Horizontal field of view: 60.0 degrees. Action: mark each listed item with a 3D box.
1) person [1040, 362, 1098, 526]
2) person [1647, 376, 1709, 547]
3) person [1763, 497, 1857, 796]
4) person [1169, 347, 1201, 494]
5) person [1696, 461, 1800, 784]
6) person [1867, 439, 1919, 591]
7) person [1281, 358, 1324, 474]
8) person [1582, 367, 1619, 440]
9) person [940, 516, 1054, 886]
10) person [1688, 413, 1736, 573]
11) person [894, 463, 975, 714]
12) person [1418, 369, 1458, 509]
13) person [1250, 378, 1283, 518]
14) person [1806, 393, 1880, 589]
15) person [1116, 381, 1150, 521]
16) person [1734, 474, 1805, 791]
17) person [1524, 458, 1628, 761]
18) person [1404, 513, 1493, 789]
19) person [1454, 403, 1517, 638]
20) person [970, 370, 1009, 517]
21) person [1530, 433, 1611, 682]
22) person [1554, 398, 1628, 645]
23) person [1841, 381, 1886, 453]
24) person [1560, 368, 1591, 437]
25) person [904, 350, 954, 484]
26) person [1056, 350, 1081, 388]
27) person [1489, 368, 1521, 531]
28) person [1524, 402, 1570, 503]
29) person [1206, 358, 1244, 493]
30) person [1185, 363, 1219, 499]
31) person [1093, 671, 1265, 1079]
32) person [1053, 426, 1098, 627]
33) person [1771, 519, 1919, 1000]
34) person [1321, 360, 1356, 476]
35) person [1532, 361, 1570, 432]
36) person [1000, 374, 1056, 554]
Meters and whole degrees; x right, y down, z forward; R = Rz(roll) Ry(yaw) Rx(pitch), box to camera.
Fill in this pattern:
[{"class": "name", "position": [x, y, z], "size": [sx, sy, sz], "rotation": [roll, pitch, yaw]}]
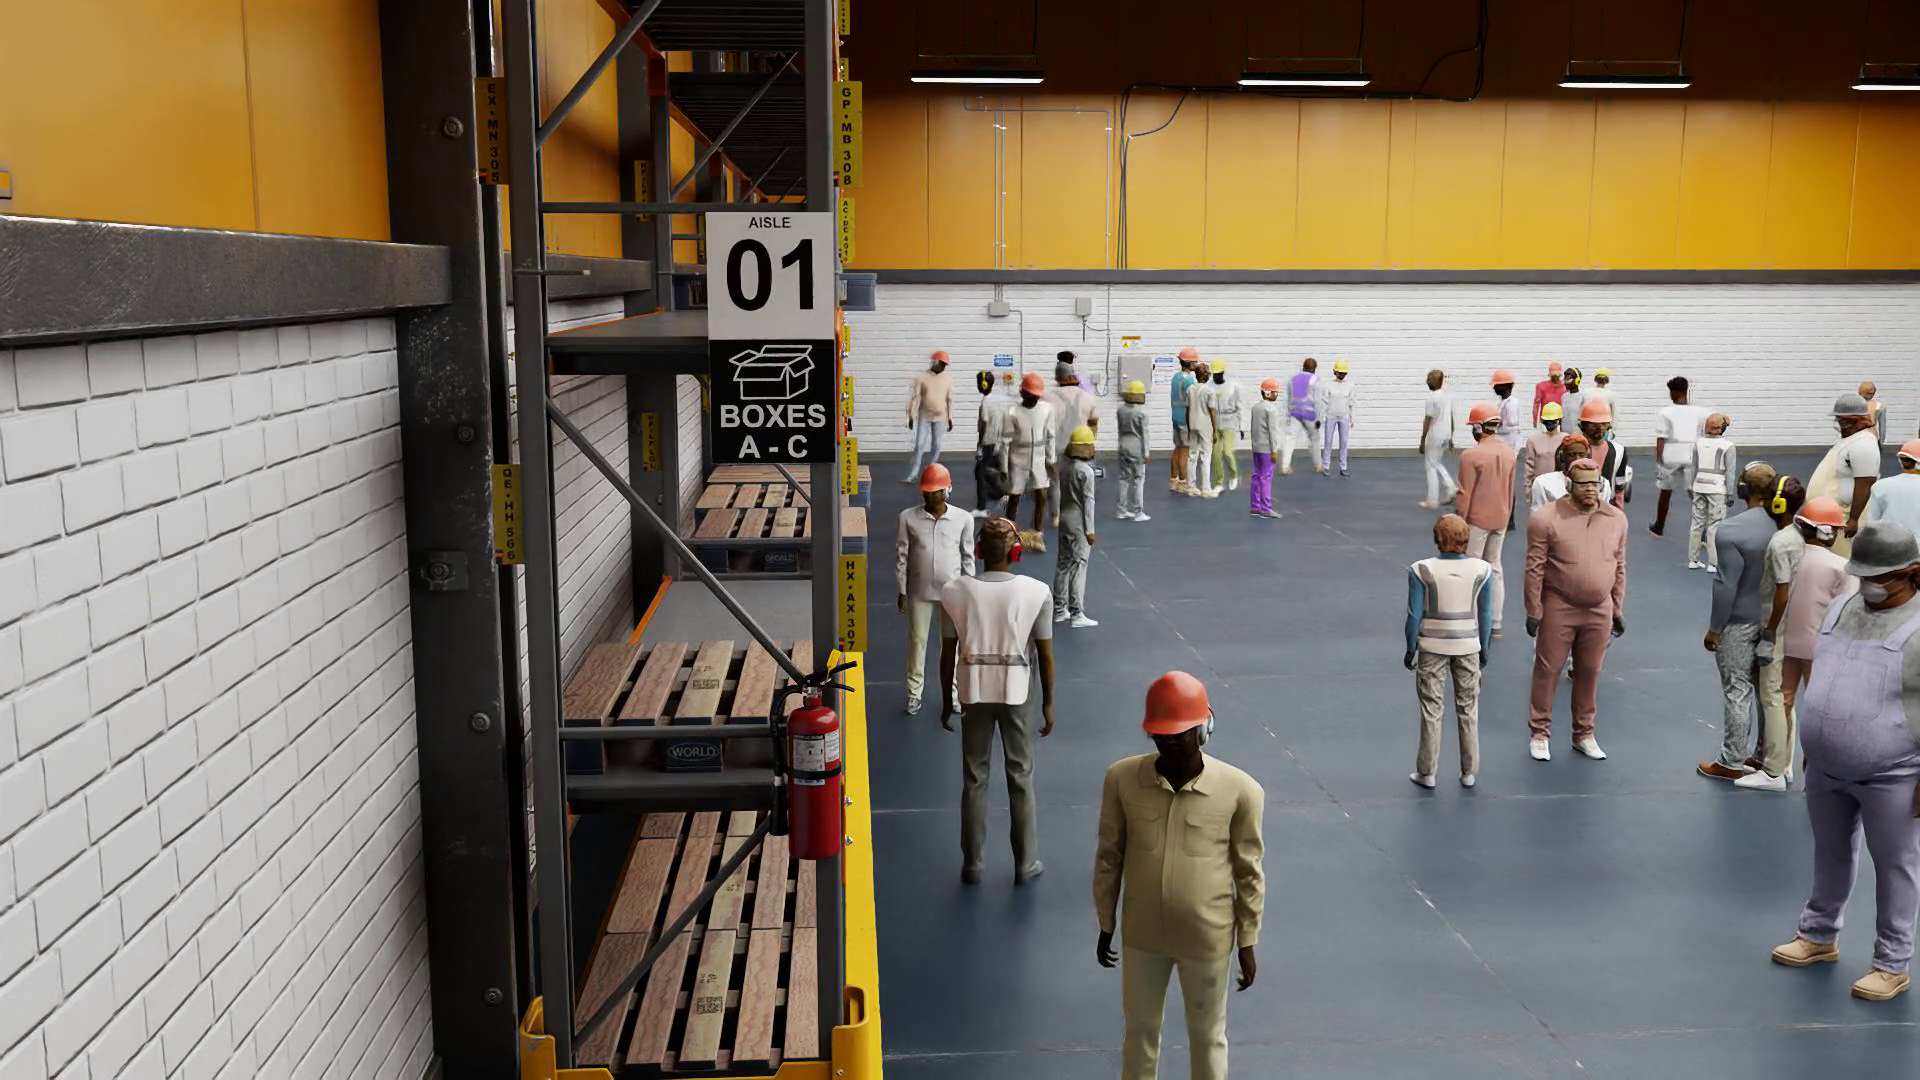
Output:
[{"class": "person", "position": [1.249, -1.162, 20.015], "size": [0.727, 2.000, 0.631], "rotation": [-2, 9, -15]}, {"class": "person", "position": [8.222, -0.894, 18.853], "size": [0.664, 1.892, 1.096], "rotation": [1, 9, 8]}, {"class": "person", "position": [4.969, 0.618, 9.744], "size": [0.339, 1.748, 0.564], "rotation": [-6, 11, -32]}, {"class": "person", "position": [3.144, -1.657, 23.116], "size": [0.391, 2.040, 0.615], "rotation": [-2, 9, -14]}, {"class": "person", "position": [4.723, 0.495, 9.936], "size": [0.629, 1.938, 0.372], "rotation": [-3, 10, -20]}, {"class": "person", "position": [7.491, 0.074, 13.173], "size": [0.345, 1.745, 0.564], "rotation": [-8, 12, -42]}, {"class": "person", "position": [5.284, -1.899, 25.507], "size": [0.631, 1.782, 0.989], "rotation": [8, 12, 42]}, {"class": "person", "position": [9.043, -1.588, 23.606], "size": [0.550, 1.736, 0.679], "rotation": [4, 10, 22]}, {"class": "person", "position": [0.181, 0.807, 8.257], "size": [0.567, 1.844, 0.375], "rotation": [1, 9, 7]}, {"class": "person", "position": [7.678, -0.477, 17.002], "size": [0.312, 1.634, 0.514], "rotation": [-4, 10, -25]}, {"class": "person", "position": [-0.175, 0.336, 11.513], "size": [0.559, 1.749, 0.323], "rotation": [-1, 9, -4]}, {"class": "person", "position": [6.204, -1.302, 21.550], "size": [0.552, 1.825, 0.447], "rotation": [-8, 12, -43]}, {"class": "person", "position": [3.852, -1.156, 20.887], "size": [0.339, 1.748, 0.565], "rotation": [-3, 9, -16]}, {"class": "person", "position": [7.564, -0.251, 14.291], "size": [0.538, 2.000, 0.690], "rotation": [3, 10, 18]}, {"class": "person", "position": [2.157, -1.099, 20.574], "size": [0.508, 1.733, 0.336], "rotation": [8, 12, 41]}, {"class": "person", "position": [4.811, 0.546, 9.828], "size": [0.313, 1.869, 0.538], "rotation": [7, 12, 38]}, {"class": "person", "position": [3.860, 0.440, 10.384], "size": [0.663, 1.906, 0.400], "rotation": [-1, 9, -4]}, {"class": "person", "position": [2.876, 0.661, 9.820], "size": [0.515, 1.640, 0.315], "rotation": [0, 9, 0]}, {"class": "person", "position": [4.347, -0.149, 13.859], "size": [0.624, 1.981, 0.414], "rotation": [-5, 11, -30]}, {"class": "person", "position": [0.333, -1.201, 20.842], "size": [0.472, 1.851, 0.558], "rotation": [4, 10, 21]}, {"class": "person", "position": [4.477, 0.153, 12.255], "size": [0.575, 1.883, 0.355], "rotation": [0, 9, 2]}, {"class": "person", "position": [5.147, -0.142, 13.601], "size": [0.605, 2.044, 0.374], "rotation": [-1, 9, -4]}, {"class": "person", "position": [11.909, -1.269, 21.943], "size": [0.522, 1.639, 0.309], "rotation": [4, 10, 26]}, {"class": "person", "position": [7.809, -1.265, 21.239], "size": [0.313, 1.860, 0.505], "rotation": [-4, 10, -21]}, {"class": "person", "position": [-0.436, -1.773, 24.156], "size": [0.729, 1.956, 0.376], "rotation": [-3, 10, -20]}, {"class": "person", "position": [1.474, -1.782, 24.195], "size": [0.700, 1.941, 0.643], "rotation": [4, 10, 25]}, {"class": "person", "position": [6.463, -1.075, 19.801], "size": [0.380, 1.932, 0.552], "rotation": [1, 9, 8]}, {"class": "person", "position": [5.991, -0.525, 16.904], "size": [0.518, 1.756, 0.342], "rotation": [5, 11, 30]}, {"class": "person", "position": [3.619, -1.555, 23.103], "size": [0.619, 1.842, 0.517], "rotation": [5, 10, 30]}, {"class": "person", "position": [3.293, -1.484, 22.646], "size": [0.345, 1.847, 0.508], "rotation": [-8, 12, -43]}, {"class": "person", "position": [0.714, 1.289, 5.523], "size": [0.575, 1.749, 0.334], "rotation": [3, 10, 20]}, {"class": "person", "position": [1.027, -0.120, 14.442], "size": [0.342, 1.736, 0.484], "rotation": [-5, 10, -28]}, {"class": "person", "position": [3.829, 0.904, 7.041], "size": [0.537, 2.000, 0.678], "rotation": [-4, 10, -23]}, {"class": "person", "position": [5.712, -1.832, 25.112], "size": [0.526, 1.761, 0.342], "rotation": [0, 9, -1]}, {"class": "person", "position": [9.129, -1.904, 25.635], "size": [0.599, 1.726, 0.597], "rotation": [2, 9, 15]}, {"class": "person", "position": [0.754, -0.829, 18.156], "size": [0.623, 1.971, 0.944], "rotation": [-2, 9, -15]}]
